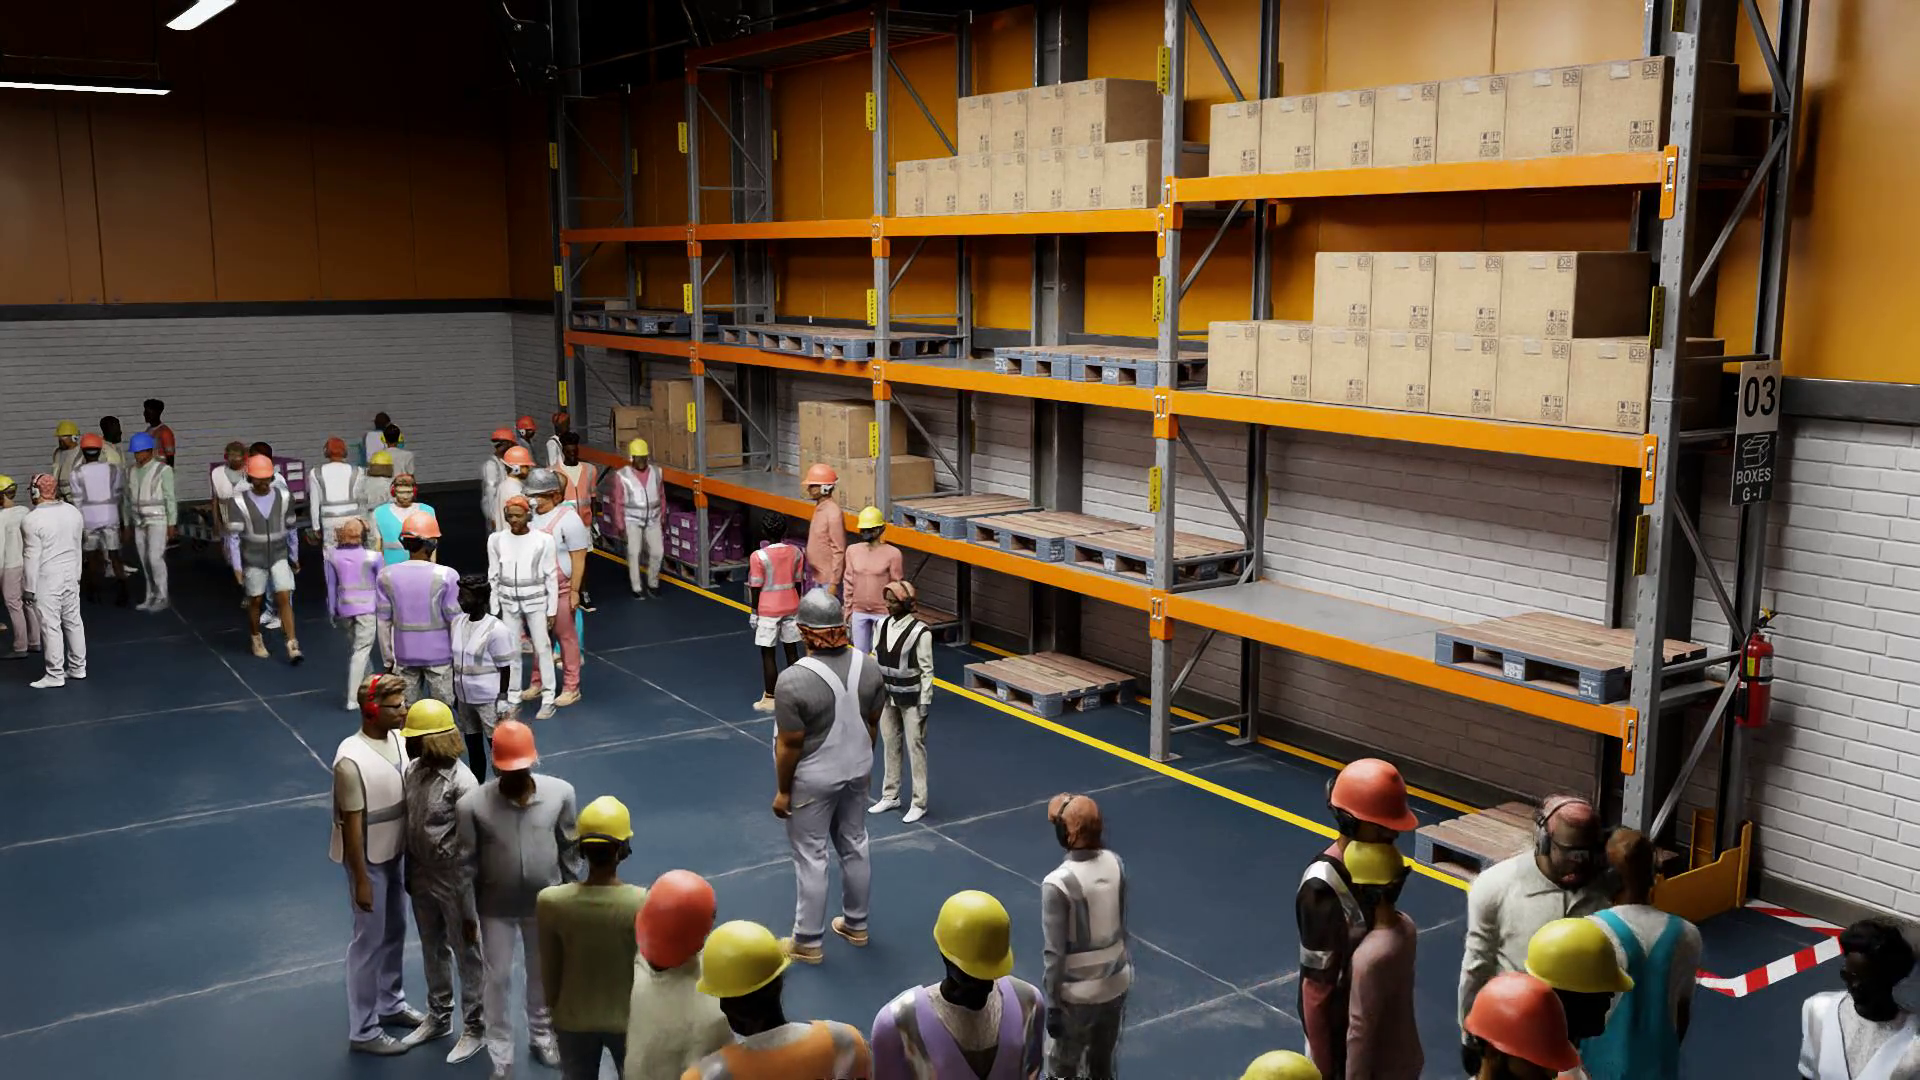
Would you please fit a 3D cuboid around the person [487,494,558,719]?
[{"bbox_3d":[-3.583,0.553,13.671,0.576,1.875,0.363,1,10,5],"label":"person"}]

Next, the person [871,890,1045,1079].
[{"bbox_3d":[0.016,1.986,5.118,0.585,1.919,0.374,-5,11,-27],"label":"person"}]

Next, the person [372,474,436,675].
[{"bbox_3d":[-5.071,0.302,15.231,0.563,1.840,0.388,-5,11,-27],"label":"person"}]

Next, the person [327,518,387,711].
[{"bbox_3d":[-5.059,0.609,14.151,0.540,1.592,0.855,2,10,12],"label":"person"}]

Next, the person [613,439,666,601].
[{"bbox_3d":[-3.504,-0.213,18.329,0.619,1.812,0.533,-6,11,-30],"label":"person"}]

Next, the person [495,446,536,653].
[{"bbox_3d":[-4.263,0.087,16.048,0.400,1.989,0.623,-5,11,-25],"label":"person"}]

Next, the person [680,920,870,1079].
[{"bbox_3d":[-0.509,2.033,4.898,0.673,1.905,0.445,-6,11,-30],"label":"person"}]

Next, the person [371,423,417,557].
[{"bbox_3d":[-6.635,-0.438,19.539,0.507,1.861,0.327,-3,10,-19],"label":"person"}]

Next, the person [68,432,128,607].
[{"bbox_3d":[-9.357,-0.217,18.099,0.547,1.909,0.819,-7,12,-34],"label":"person"}]

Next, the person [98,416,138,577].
[{"bbox_3d":[-10.121,-0.523,19.848,0.397,1.920,0.587,-1,10,-8],"label":"person"}]

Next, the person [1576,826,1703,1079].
[{"bbox_3d":[2.324,1.905,5.952,0.531,1.788,0.869,0,10,-2],"label":"person"}]

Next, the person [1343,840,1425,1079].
[{"bbox_3d":[1.493,1.913,6.026,0.354,1.755,0.519,5,11,28],"label":"person"}]

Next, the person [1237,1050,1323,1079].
[{"bbox_3d":[0.720,2.192,4.564,0.622,1.695,0.556,-6,11,-31],"label":"person"}]

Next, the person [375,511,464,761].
[{"bbox_3d":[-3.746,0.810,11.661,0.616,2.040,0.381,1,10,4],"label":"person"}]

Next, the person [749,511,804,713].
[{"bbox_3d":[-1.533,0.598,13.938,0.536,1.693,0.319,-9,13,-43],"label":"person"}]

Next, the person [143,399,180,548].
[{"bbox_3d":[-10.476,-0.871,21.750,0.607,1.966,0.367,8,12,38],"label":"person"}]

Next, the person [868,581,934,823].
[{"bbox_3d":[-0.396,1.082,11.240,0.523,1.639,0.306,8,13,40],"label":"person"}]

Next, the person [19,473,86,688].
[{"bbox_3d":[-8.051,0.355,14.727,0.409,1.909,0.643,2,10,12],"label":"person"}]

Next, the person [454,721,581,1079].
[{"bbox_3d":[-2.022,1.658,7.647,0.564,1.728,0.504,-5,11,-26],"label":"person"}]

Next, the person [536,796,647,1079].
[{"bbox_3d":[-1.350,1.848,6.414,0.534,1.759,0.334,0,10,0],"label":"person"}]

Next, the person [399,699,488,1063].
[{"bbox_3d":[-2.473,1.601,7.890,0.493,1.743,0.295,6,11,32],"label":"person"}]

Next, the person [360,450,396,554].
[{"bbox_3d":[-6.287,-0.097,17.935,0.516,1.714,0.595,3,10,16],"label":"person"}]

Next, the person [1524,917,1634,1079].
[{"bbox_3d":[1.715,2.023,4.871,0.385,1.928,0.589,0,10,2],"label":"person"}]

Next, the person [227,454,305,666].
[{"bbox_3d":[-6.462,0.187,15.494,0.652,1.978,1.050,-7,12,-34],"label":"person"}]

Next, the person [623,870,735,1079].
[{"bbox_3d":[-0.873,1.939,5.353,0.394,1.943,0.724,-4,11,-24],"label":"person"}]

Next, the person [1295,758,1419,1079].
[{"bbox_3d":[1.446,1.767,6.089,0.409,2.030,0.616,7,12,34],"label":"person"}]

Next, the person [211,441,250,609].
[{"bbox_3d":[-7.801,-0.181,18.071,0.614,1.829,0.509,0,10,-2],"label":"person"}]

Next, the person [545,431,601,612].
[{"bbox_3d":[-4.132,-0.188,17.738,0.613,1.963,0.362,-6,12,-33],"label":"person"}]

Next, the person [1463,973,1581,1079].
[{"bbox_3d":[1.523,2.099,4.526,0.557,1.889,0.883,-7,12,-37],"label":"person"}]

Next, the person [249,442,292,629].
[{"bbox_3d":[-7.108,-0.059,17.122,0.596,1.918,0.381,8,13,40],"label":"person"}]

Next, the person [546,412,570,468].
[{"bbox_3d":[-4.965,-0.649,20.687,0.338,1.882,0.582,0,10,1],"label":"person"}]

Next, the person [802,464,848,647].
[{"bbox_3d":[-1.186,0.316,14.692,0.392,1.995,0.612,-3,10,-18],"label":"person"}]

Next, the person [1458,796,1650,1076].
[{"bbox_3d":[2.181,1.841,6.074,0.669,1.885,0.585,0,10,2],"label":"person"}]

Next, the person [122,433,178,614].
[{"bbox_3d":[-8.691,-0.187,17.820,0.649,1.942,0.447,3,10,17],"label":"person"}]

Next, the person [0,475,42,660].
[{"bbox_3d":[-8.980,0.254,15.750,0.319,1.763,0.522,0,10,3],"label":"person"}]

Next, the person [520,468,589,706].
[{"bbox_3d":[-3.515,0.392,14.118,0.684,2.000,0.535,6,11,30],"label":"person"}]

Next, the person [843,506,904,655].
[{"bbox_3d":[-0.721,0.597,13.719,0.523,1.769,0.323,3,10,19],"label":"person"}]

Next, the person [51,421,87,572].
[{"bbox_3d":[-10.738,-0.530,20.133,0.588,1.835,0.403,3,10,16],"label":"person"}]

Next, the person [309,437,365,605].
[{"bbox_3d":[-6.694,-0.178,17.967,0.591,1.874,0.422,-3,10,-19],"label":"person"}]

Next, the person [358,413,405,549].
[{"bbox_3d":[-7.491,-0.758,21.658,0.650,1.785,0.943,3,10,17],"label":"person"}]

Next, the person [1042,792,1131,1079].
[{"bbox_3d":[0.558,1.853,6.778,0.530,1.619,0.532,9,13,42],"label":"person"}]

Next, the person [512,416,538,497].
[{"bbox_3d":[-5.612,-0.739,21.594,0.337,1.752,0.564,0,10,2],"label":"person"}]

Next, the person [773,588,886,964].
[{"bbox_3d":[-0.772,1.258,9.036,0.679,2.000,0.537,-9,13,-42],"label":"person"}]

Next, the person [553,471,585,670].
[{"bbox_3d":[-3.687,0.275,15.380,0.344,1.845,0.506,-8,13,-39],"label":"person"}]

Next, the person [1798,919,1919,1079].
[{"bbox_3d":[3.062,2.038,5.534,0.686,1.672,0.541,-6,12,-34],"label":"person"}]

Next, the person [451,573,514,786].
[{"bbox_3d":[-3.239,1.057,11.221,0.542,1.695,0.316,6,11,32],"label":"person"}]

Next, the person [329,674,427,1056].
[{"bbox_3d":[-2.808,1.538,7.997,0.384,1.836,0.566,1,10,7],"label":"person"}]

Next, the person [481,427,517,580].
[{"bbox_3d":[-5.240,-0.303,18.615,0.539,1.912,0.703,1,10,9],"label":"person"}]
